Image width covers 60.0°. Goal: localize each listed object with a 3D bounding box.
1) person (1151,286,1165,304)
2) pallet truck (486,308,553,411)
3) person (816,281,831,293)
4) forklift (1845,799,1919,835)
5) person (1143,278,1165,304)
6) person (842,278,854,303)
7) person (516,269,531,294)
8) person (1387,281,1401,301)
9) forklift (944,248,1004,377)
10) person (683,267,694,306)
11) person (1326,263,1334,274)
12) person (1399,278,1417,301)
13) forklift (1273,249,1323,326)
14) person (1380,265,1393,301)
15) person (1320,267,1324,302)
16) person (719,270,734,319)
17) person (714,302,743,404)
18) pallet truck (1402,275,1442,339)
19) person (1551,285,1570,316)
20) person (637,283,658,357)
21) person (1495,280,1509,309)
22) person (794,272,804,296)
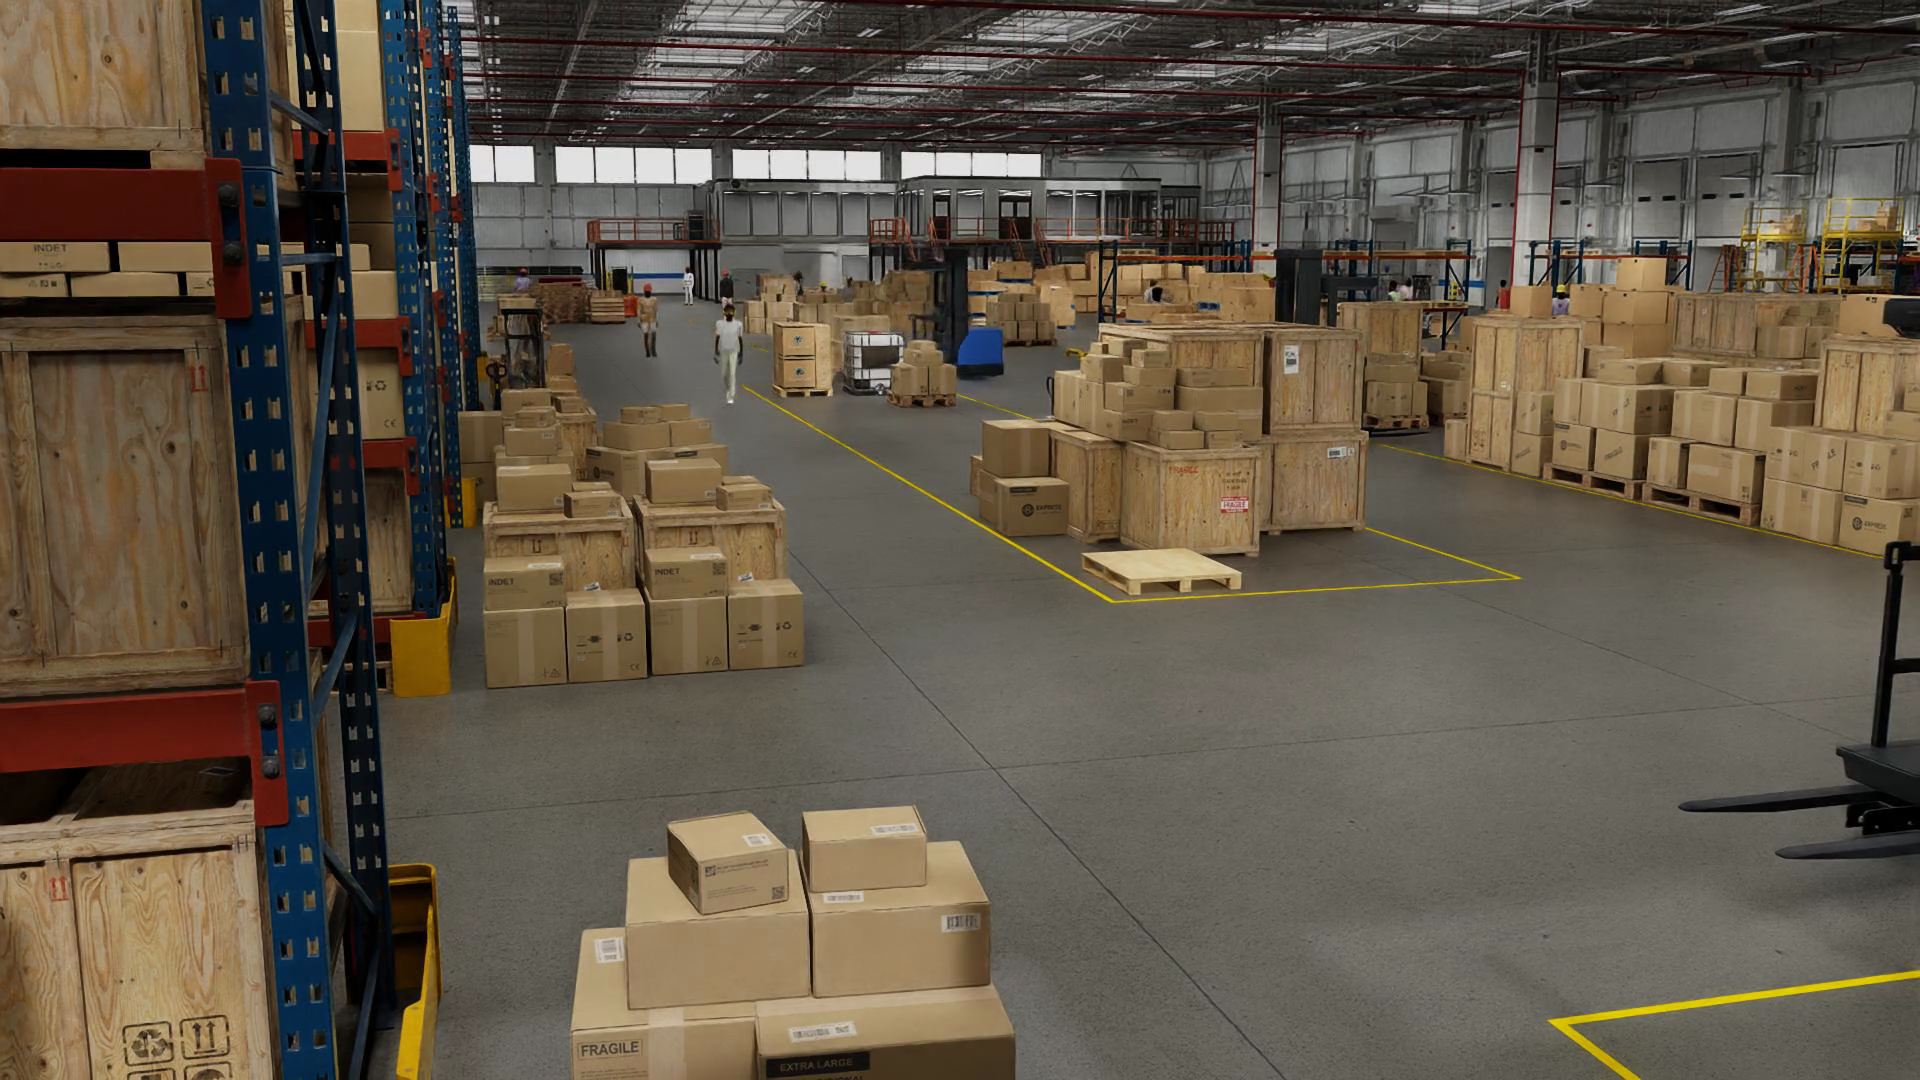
[{"bbox_3d":[4.618,-4.903,38.561,0.467,1.949,0.641,-1,10,-5],"label":"person"},{"bbox_3d":[-6.242,-2.418,24.362,0.823,1.965,1.885,1,10,3],"label":"pallet truck"},{"bbox_3d":[-4.490,-7.690,54.951,0.522,1.745,0.664,0,10,1],"label":"person"},{"bbox_3d":[5.374,0.100,7.606,1.873,2.768,1.129,-3,10,-15],"label":"forklift"},{"bbox_3d":[5.812,-6.893,49.922,0.650,1.920,0.436,-4,11,-23],"label":"person"},{"bbox_3d":[-3.839,-7.995,56.468,0.531,1.816,0.999,-7,12,-33],"label":"person"},{"bbox_3d":[-16.842,-9.489,64.413,0.637,1.987,1.027,2,10,9],"label":"person"},{"bbox_3d":[12.091,-6.272,46.436,0.384,1.912,0.626,8,13,40],"label":"person"},{"bbox_3d":[-0.062,-4.972,36.326,1.873,2.768,1.129,-3,10,-15],"label":"forklift"},{"bbox_3d":[-13.166,-12.289,80.571,0.573,1.887,0.354,5,11,26],"label":"person"},{"bbox_3d":[19.237,-13.326,86.154,0.608,1.989,0.386,-7,12,-33],"label":"person"},{"bbox_3d":[15.201,-7.997,56.496,0.632,1.814,0.863,-2,10,-13],"label":"person"},{"bbox_3d":[4.855,-2.824,24.162,1.873,2.768,1.129,-3,10,-15],"label":"forklift"},{"bbox_3d":[20.734,-12.364,80.835,0.616,1.941,0.401,7,12,33],"label":"person"},{"bbox_3d":[17.483,-12.357,80.844,0.585,1.928,0.365,6,12,31],"label":"person"},{"bbox_3d":[-8.769,-9.130,62.376,0.617,1.993,0.396,-10,14,-44],"label":"person"},{"bbox_3d":[-4.241,-3.437,30.552,0.524,1.856,0.705,0,10,2],"label":"person"},{"bbox_3d":[14.620,-7.324,52.145,0.823,1.965,1.885,8,13,40],"label":"pallet truck"},{"bbox_3d":[14.874,-5.367,41.265,0.593,1.924,0.381,4,11,21],"label":"person"},{"bbox_3d":[-8.064,-5.671,43.026,0.551,1.914,0.674,-3,10,-15],"label":"person"},{"bbox_3d":[19.080,-8.300,58.519,0.540,1.696,0.317,-2,10,-11],"label":"person"},{"bbox_3d":[-5.707,-8.484,58.591,0.887,2.000,0.793,0,10,-2],"label":"person"}]
